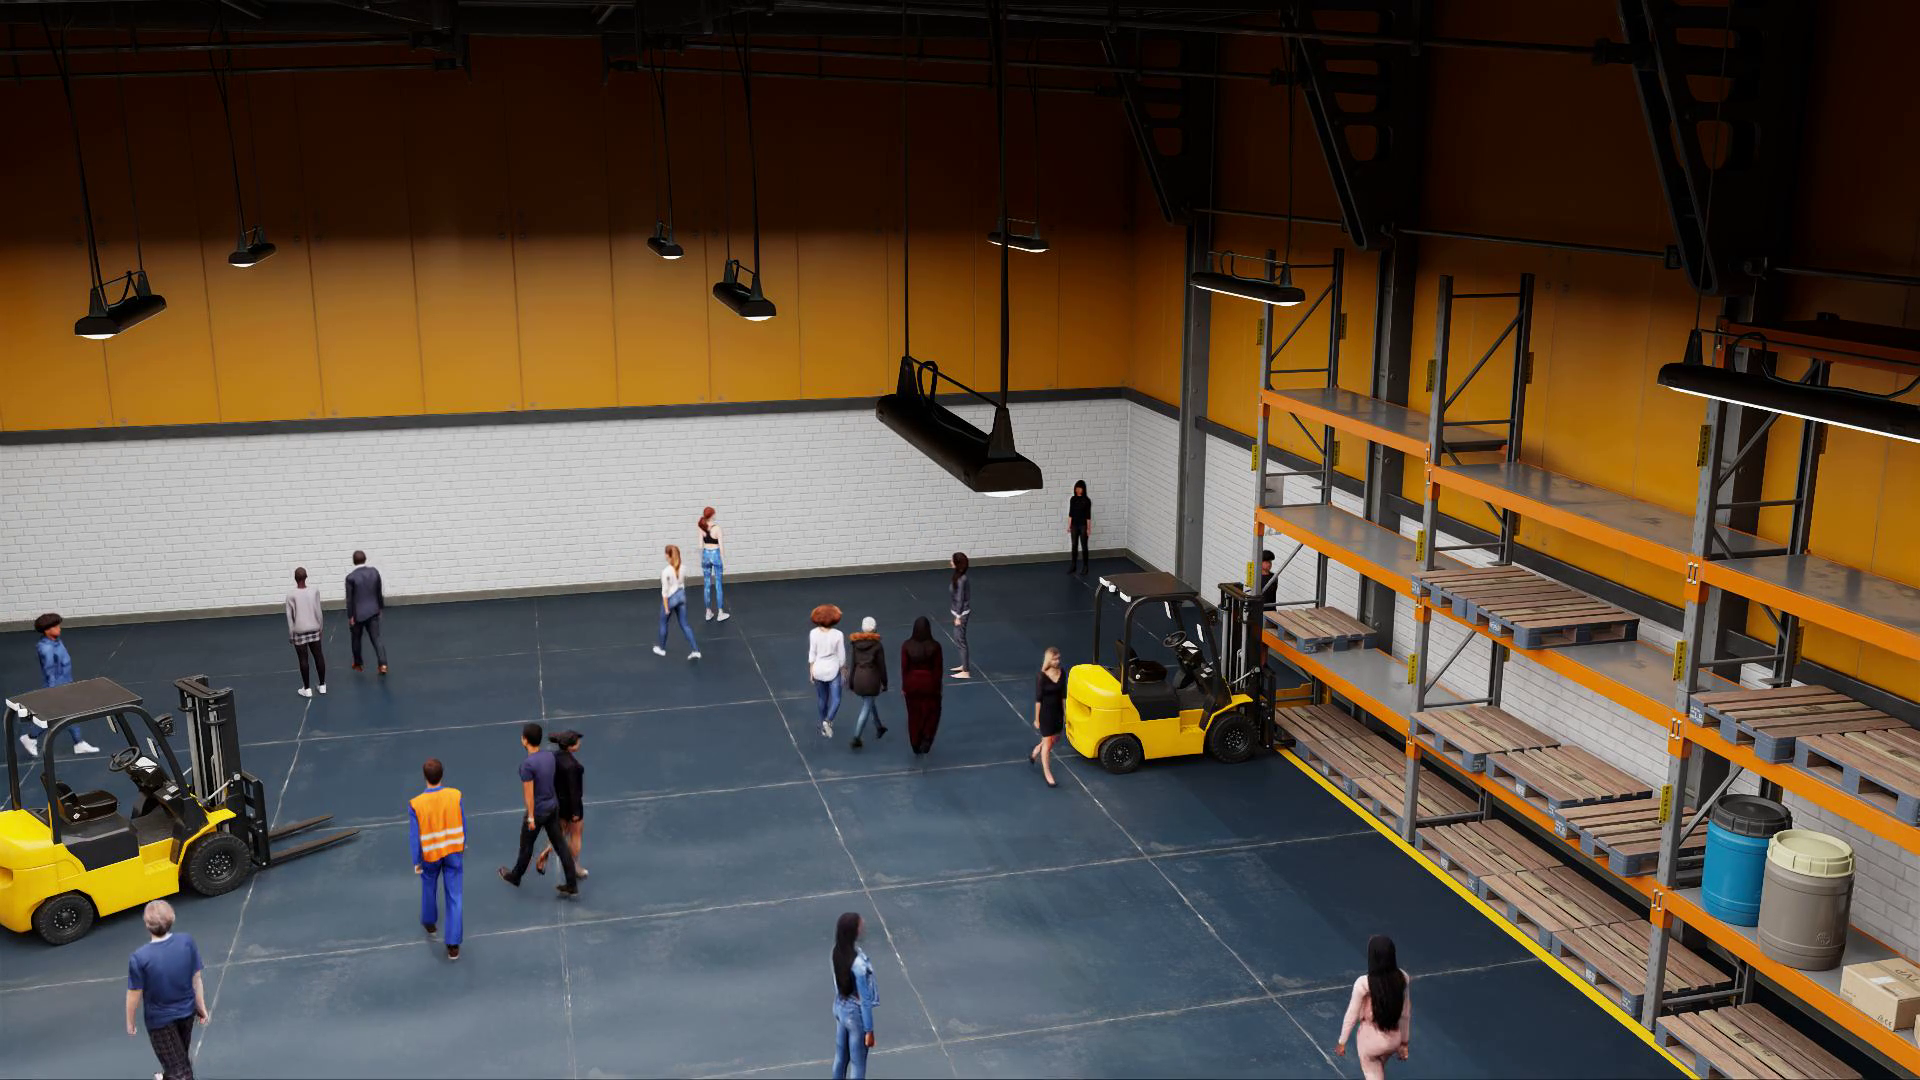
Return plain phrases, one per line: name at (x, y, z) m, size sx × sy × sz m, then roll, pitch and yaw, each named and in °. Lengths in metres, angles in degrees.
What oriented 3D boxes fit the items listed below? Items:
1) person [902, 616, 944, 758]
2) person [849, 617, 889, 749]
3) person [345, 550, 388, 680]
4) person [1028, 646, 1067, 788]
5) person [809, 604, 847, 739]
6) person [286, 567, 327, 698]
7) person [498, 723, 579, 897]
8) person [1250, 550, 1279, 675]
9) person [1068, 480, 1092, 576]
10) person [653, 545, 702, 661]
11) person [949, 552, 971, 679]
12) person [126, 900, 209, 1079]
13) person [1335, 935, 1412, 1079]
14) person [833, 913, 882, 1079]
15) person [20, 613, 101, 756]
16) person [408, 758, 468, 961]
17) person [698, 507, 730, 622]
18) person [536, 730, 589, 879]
person at (-0.460, 1.801, 19.958) m, size 0.835 × 1.747 × 0.950 m, roll 1°, pitch 14°, yaw 5°
person at (-1.164, 1.787, 20.348) m, size 1.045 × 1.592 × 1.086 m, roll 8°, pitch 16°, yaw 30°
person at (-8.181, 1.047, 22.964) m, size 1.057 × 1.798 × 1.305 m, roll -11°, pitch 18°, yaw -39°
person at (1.000, 2.013, 19.269) m, size 0.749 × 1.660 × 0.943 m, roll -9°, pitch 16°, yaw -33°
person at (-1.680, 1.654, 20.675) m, size 0.861 × 1.696 × 0.999 m, roll 3°, pitch 14°, yaw 11°
person at (-8.765, 1.220, 22.306) m, size 0.689 × 1.771 × 0.678 m, roll -11°, pitch 18°, yaw -39°
person at (-4.027, 2.692, 16.306) m, size 1.198 × 1.734 × 1.160 m, roll 7°, pitch 15°, yaw 27°
person at (4.205, 1.003, 23.142) m, size 0.638 × 1.800 × 0.618 m, roll -6°, pitch 15°, yaw -22°
person at (2.070, -0.236, 28.602) m, size 0.635 × 1.639 × 0.698 m, roll 8°, pitch 16°, yaw 30°
person at (-4.000, 0.924, 23.718) m, size 1.205 × 1.682 × 0.989 m, roll 13°, pitch 18°, yaw 42°
person at (0.011, 1.023, 23.130) m, size 0.710 × 1.766 × 0.529 m, roll 0°, pitch 14°, yaw -1°
person at (-5.813, 3.601, 12.352) m, size 1.246 × 1.828 × 1.107 m, roll 11°, pitch 17°, yaw 38°
person at (3.098, 3.735, 12.084) m, size 0.731 × 1.695 × 0.927 m, roll -7°, pitch 15°, yaw -26°
person at (-0.812, 3.615, 12.543) m, size 0.725 × 1.711 × 0.561 m, roll -8°, pitch 16°, yaw -30°
person at (-10.941, 1.768, 20.015) m, size 0.813 × 1.784 × 1.035 m, roll -2°, pitch 14°, yaw -8°
person at (-4.704, 2.924, 15.153) m, size 0.829 × 1.827 × 1.144 m, roll -6°, pitch 15°, yaw -24°
person at (-3.841, 0.363, 25.818) m, size 0.669 × 1.785 × 0.708 m, roll 4°, pitch 14°, yaw 15°
person at (-3.974, 2.683, 16.587) m, size 0.821 × 1.619 × 0.819 m, roll -11°, pitch 17°, yaw -38°
